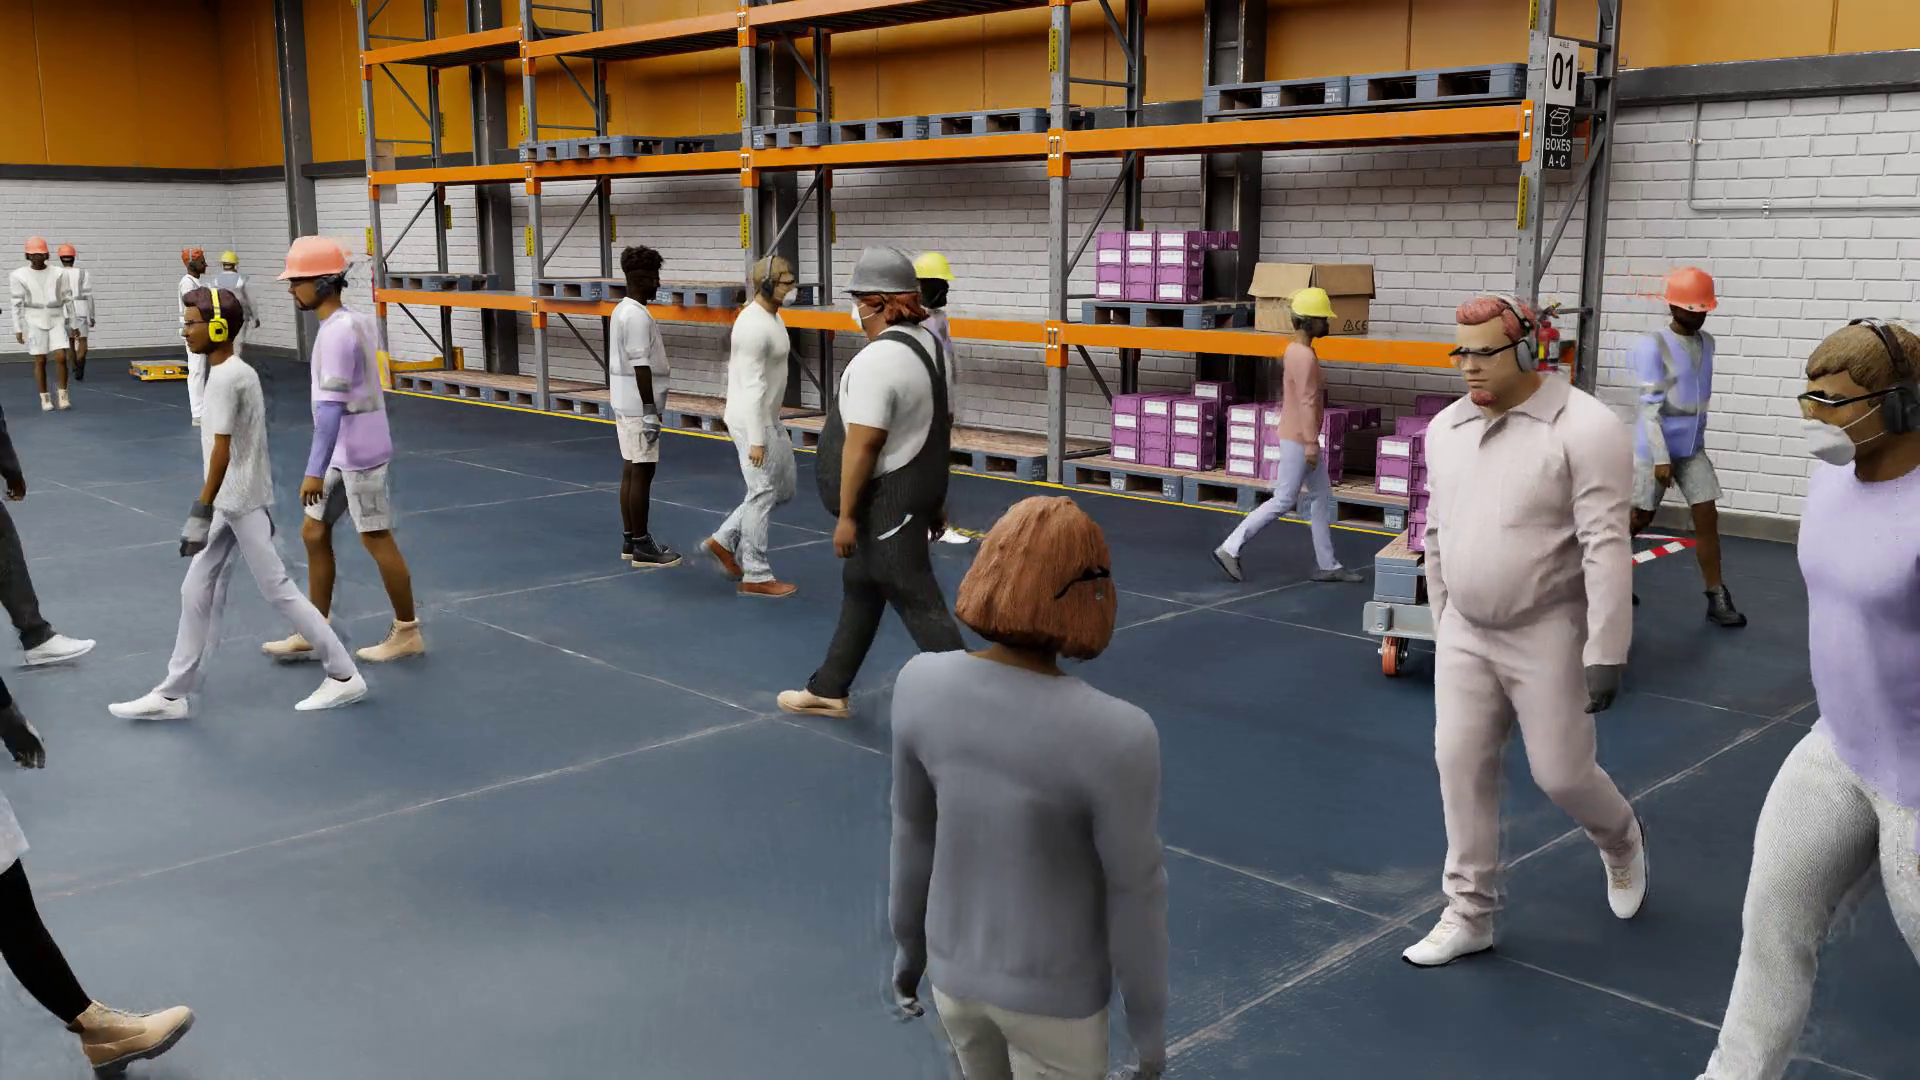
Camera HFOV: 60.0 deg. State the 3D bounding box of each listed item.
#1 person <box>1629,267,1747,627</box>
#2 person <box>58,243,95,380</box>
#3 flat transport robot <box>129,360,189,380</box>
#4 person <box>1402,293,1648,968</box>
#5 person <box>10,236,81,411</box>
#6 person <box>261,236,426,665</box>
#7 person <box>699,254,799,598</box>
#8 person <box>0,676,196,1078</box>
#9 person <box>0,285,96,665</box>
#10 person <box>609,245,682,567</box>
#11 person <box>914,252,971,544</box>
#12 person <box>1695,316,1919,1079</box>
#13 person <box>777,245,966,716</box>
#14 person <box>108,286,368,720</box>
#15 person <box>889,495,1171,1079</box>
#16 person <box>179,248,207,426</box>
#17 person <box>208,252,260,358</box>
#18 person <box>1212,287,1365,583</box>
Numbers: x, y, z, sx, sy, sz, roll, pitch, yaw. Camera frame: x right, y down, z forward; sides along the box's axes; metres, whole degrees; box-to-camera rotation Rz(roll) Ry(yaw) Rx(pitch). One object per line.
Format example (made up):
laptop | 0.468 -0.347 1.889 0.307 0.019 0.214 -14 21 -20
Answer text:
person | 3.744 -0.504 8.814 0.563 1.877 0.947 -5 11 -24
person | -12.347 -3.160 23.125 0.549 1.918 0.758 -4 11 -22
flat transport robot | -11.303 -2.412 23.527 0.652 0.197 1.431 -7 12 -33
person | 1.621 0.247 4.671 0.797 1.871 0.702 -7 13 -35
person | -10.480 -2.467 19.084 0.694 2.009 0.722 -7 12 -33
person | -2.947 -0.385 7.711 0.864 2.006 0.627 -4 11 -23
person | -1.147 -0.621 9.267 0.530 1.917 0.652 0 10 2
person | -2.324 0.498 3.862 0.862 1.644 0.545 -4 11 -23
person | -4.525 -0.333 7.797 0.914 1.874 0.613 -3 11 -16
person | -1.956 -0.819 10.218 0.367 1.964 0.604 -4 11 -22
person | -0.251 -0.921 10.908 0.615 1.914 0.600 5 12 26
person | 1.969 0.476 3.429 1.008 1.880 0.653 -1 10 -4
person | -0.289 -0.214 6.713 1.002 2.000 0.688 3 11 17
person | -3.023 -0.141 6.939 1.010 1.823 0.518 -5 11 -25
person | 0.110 0.727 2.728 0.525 1.618 0.369 8 13 36
person | -8.143 -2.165 17.782 0.354 1.883 0.573 -4 11 -20
person | -10.117 -3.121 23.248 0.590 1.781 0.935 0 10 -2
person | 1.912 -0.591 9.611 0.842 1.731 0.534 2 11 8
